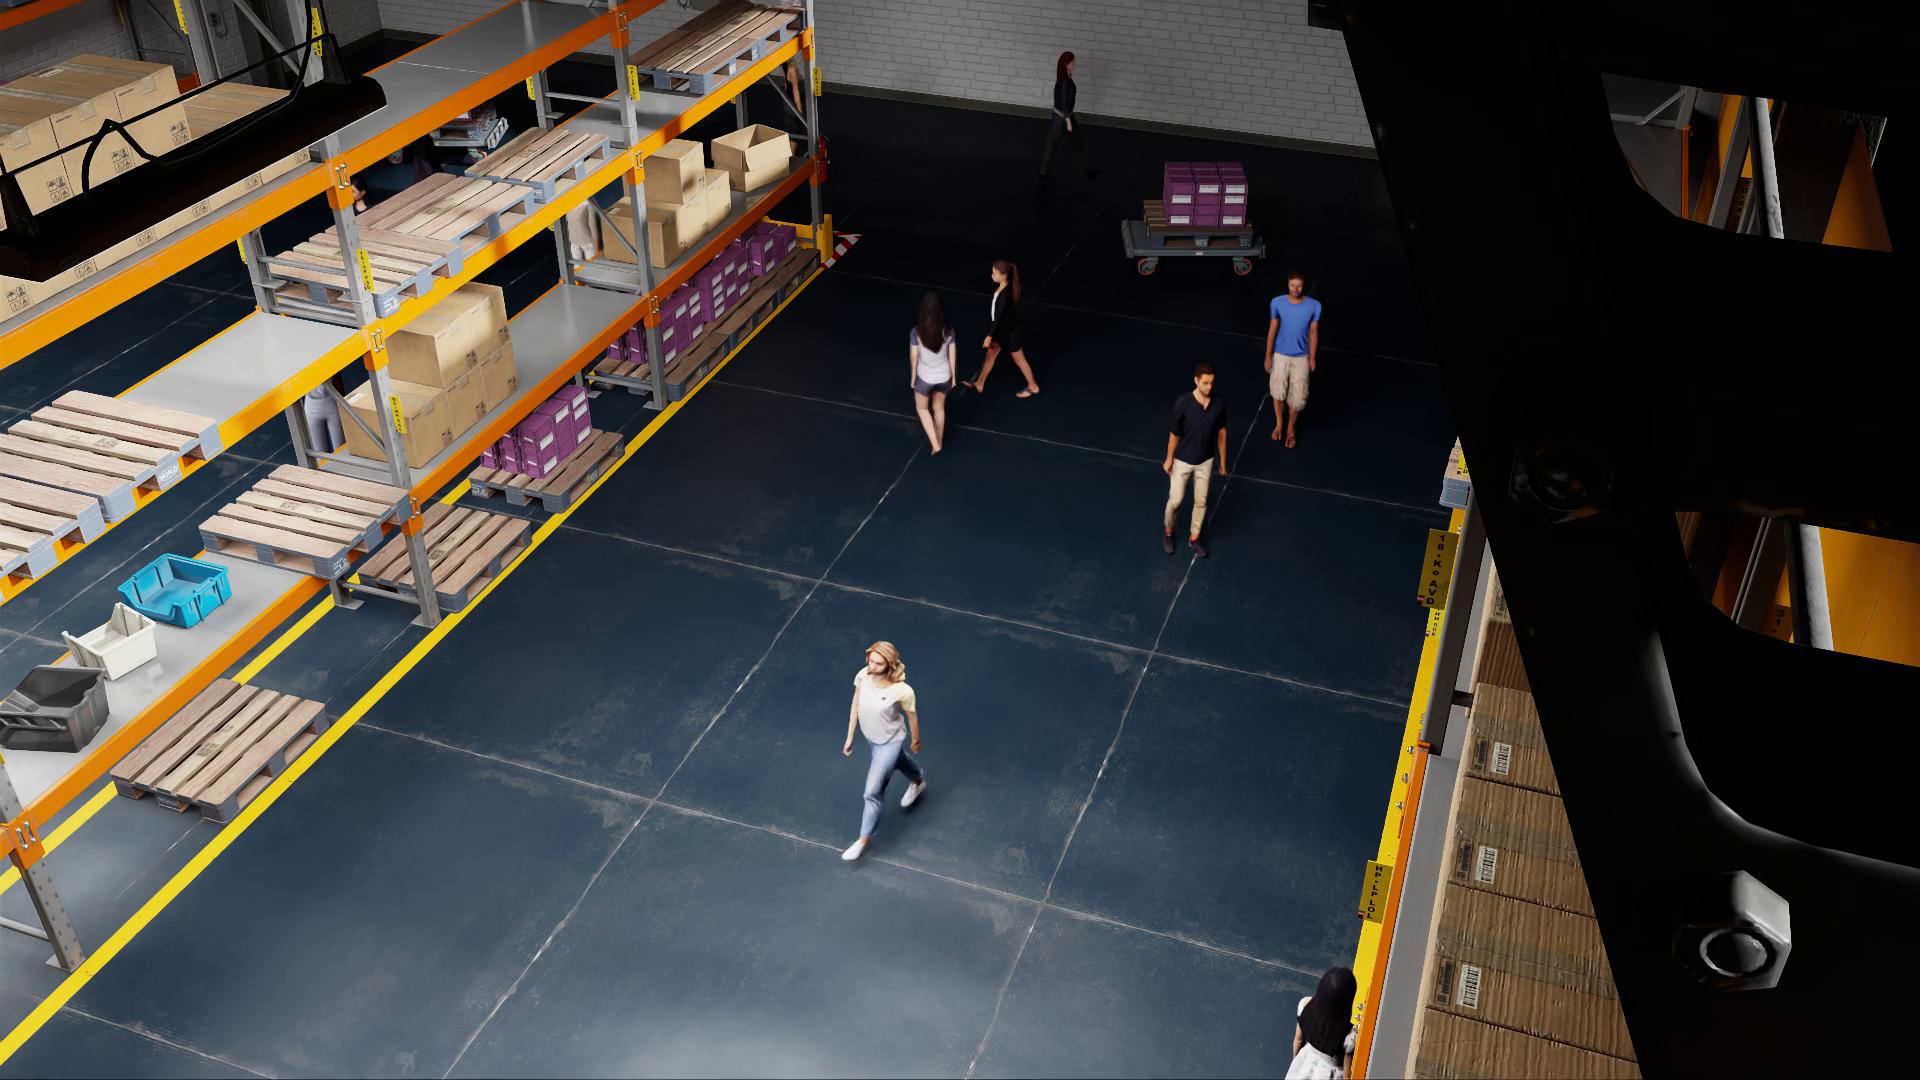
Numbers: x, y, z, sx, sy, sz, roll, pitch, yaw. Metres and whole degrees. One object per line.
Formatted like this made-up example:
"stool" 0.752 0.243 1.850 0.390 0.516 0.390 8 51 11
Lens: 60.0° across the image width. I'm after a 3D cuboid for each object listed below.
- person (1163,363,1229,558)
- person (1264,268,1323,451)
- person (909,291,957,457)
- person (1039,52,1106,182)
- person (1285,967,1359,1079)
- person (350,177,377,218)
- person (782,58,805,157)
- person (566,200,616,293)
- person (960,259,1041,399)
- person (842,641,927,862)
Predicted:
"person" 2.031 -0.740 14.562 0.800 1.853 0.802 -5 34 -8
"person" 3.237 -1.833 16.209 0.658 1.850 0.696 10 35 15
"person" -0.251 -1.520 15.885 0.824 1.687 0.901 -8 34 -11
"person" 1.271 -5.529 21.873 0.740 1.735 1.050 8 35 12
"person" 1.955 2.986 9.032 0.798 1.769 0.775 -25 41 -33
"person" -6.429 -3.228 18.447 0.742 1.696 1.057 17 37 24
"person" -2.291 -5.808 22.319 0.835 1.707 0.744 -20 38 -27
"person" -4.168 -3.328 18.600 0.609 1.694 0.974 11 35 16
"person" 0.559 -2.123 16.949 0.884 1.513 1.069 -2 34 -4
"person" -0.468 1.346 11.593 0.886 1.666 1.277 22 40 30
